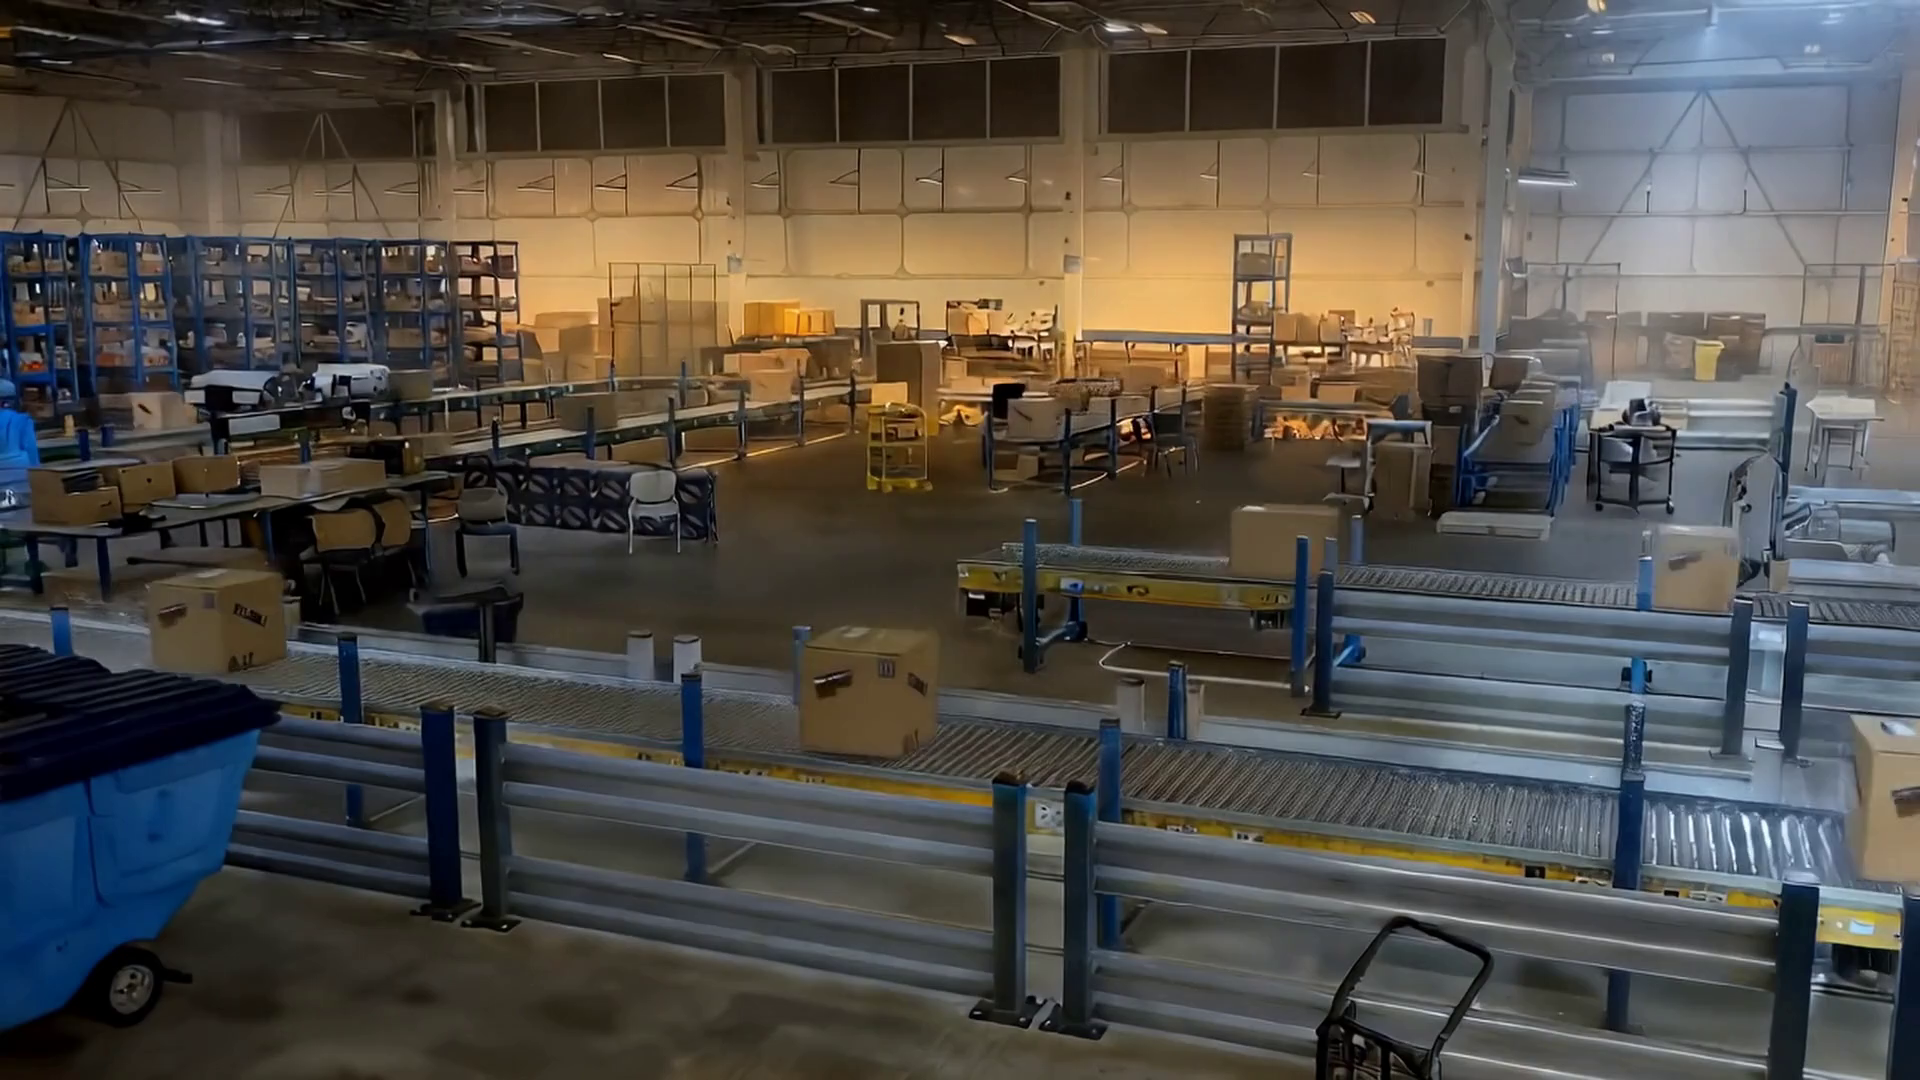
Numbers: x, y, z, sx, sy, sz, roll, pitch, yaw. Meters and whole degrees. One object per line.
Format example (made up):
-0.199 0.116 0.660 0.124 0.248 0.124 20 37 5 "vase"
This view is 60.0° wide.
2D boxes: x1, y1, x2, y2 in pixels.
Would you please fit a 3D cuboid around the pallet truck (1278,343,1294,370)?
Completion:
7.886 -4.163 39.743 0.653 1.274 1.630 4 10 22 "pallet truck"

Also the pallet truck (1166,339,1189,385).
5.418 -4.269 40.420 0.704 1.261 1.522 3 10 20 "pallet truck"

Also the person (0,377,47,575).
-9.352 -0.625 16.349 0.614 1.945 0.404 -1 9 -8 "person"

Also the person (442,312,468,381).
-13.361 -5.177 43.949 0.630 1.950 1.009 -7 12 -36 "person"

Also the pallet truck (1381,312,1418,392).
10.207 -4.283 38.369 0.823 1.965 1.885 3 10 20 "pallet truck"

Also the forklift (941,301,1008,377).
0.365 -4.966 41.571 1.157 1.987 2.680 3 10 20 "forklift"

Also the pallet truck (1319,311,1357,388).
9.071 -4.419 39.190 0.823 1.965 1.885 5 10 26 "pallet truck"

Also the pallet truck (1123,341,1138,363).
4.445 -4.380 41.279 0.680 1.201 1.601 4 10 22 "pallet truck"

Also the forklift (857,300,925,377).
-1.732 -5.109 42.468 1.157 1.987 2.680 4 10 22 "forklift"
